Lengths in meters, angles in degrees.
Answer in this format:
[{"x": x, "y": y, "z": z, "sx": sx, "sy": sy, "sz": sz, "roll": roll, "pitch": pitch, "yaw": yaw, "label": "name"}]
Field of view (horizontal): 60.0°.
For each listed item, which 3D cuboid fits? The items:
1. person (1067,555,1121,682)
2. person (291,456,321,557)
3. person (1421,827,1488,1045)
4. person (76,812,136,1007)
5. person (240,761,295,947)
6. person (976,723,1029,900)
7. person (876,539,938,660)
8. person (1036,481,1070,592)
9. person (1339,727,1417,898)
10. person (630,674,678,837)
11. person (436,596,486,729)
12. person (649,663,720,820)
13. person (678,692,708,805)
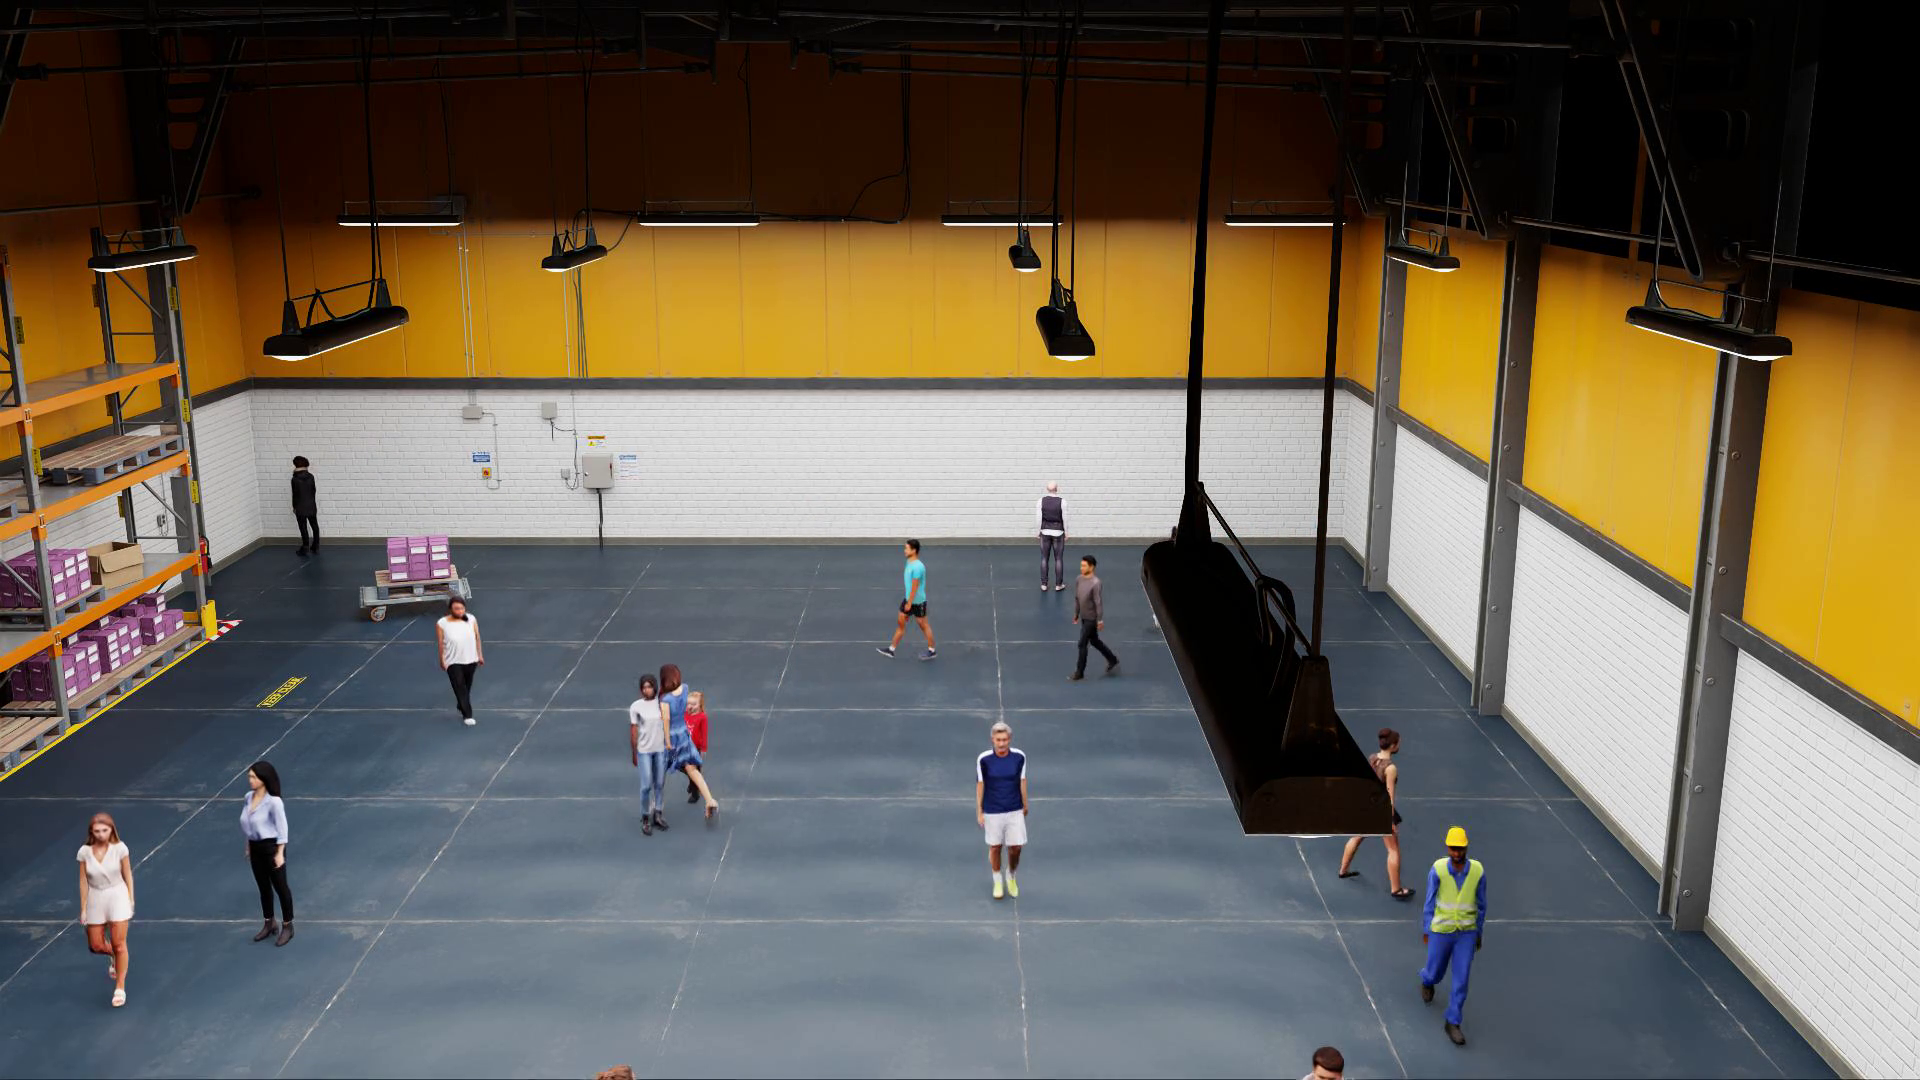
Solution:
[{"x": 1.856, "y": 1.054, "z": 22.681, "sx": 0.985, "sy": 1.732, "sz": 1.108, "roll": 4, "pitch": 14, "yaw": 16, "label": "person"}, {"x": -11.605, "y": -0.621, "z": 29.493, "sx": 0.792, "sy": 1.781, "sz": 0.713, "roll": 10, "pitch": 17, "yaw": 35, "label": "person"}, {"x": 4.051, "y": 3.189, "z": 13.734, "sx": 0.675, "sy": 1.793, "sz": 0.993, "roll": 0, "pitch": 14, "yaw": 2, "label": "person"}, {"x": -7.305, "y": 3.111, "z": 14.283, "sx": 0.715, "sy": 1.687, "sz": 0.906, "roll": -4, "pitch": 14, "yaw": -15, "label": "person"}, {"x": -6.332, "y": 2.854, "z": 15.222, "sx": 0.728, "sy": 1.743, "sz": 0.709, "roll": 6, "pitch": 15, "yaw": 25, "label": "person"}, {"x": 0.404, "y": 2.589, "z": 16.152, "sx": 0.677, "sy": 1.822, "sz": 0.624, "roll": -1, "pitch": 14, "yaw": -4, "label": "person"}, {"x": -0.539, "y": 0.869, "z": 23.440, "sx": 0.966, "sy": 1.735, "sz": 1.116, "roll": -6, "pitch": 15, "yaw": -22, "label": "person"}, {"x": 1.503, "y": -0.073, "z": 27.139, "sx": 0.722, "sy": 1.824, "sz": 0.642, "roll": 2, "pitch": 14, "yaw": 9, "label": "person"}, {"x": 4.107, "y": 2.655, "z": 16.251, "sx": 1.016, "sy": 1.646, "sz": 0.834, "roll": -5, "pitch": 15, "yaw": -21, "label": "person"}, {"x": -3.300, "y": 2.255, "z": 17.745, "sx": 0.735, "sy": 1.721, "sz": 0.767, "roll": -8, "pitch": 16, "yaw": -31, "label": "person"}, {"x": -6.302, "y": 1.509, "z": 20.985, "sx": 1.051, "sy": 1.646, "sz": 1.179, "roll": -10, "pitch": 17, "yaw": -36, "label": "person"}, {"x": -2.984, "y": 2.206, "z": 17.842, "sx": 1.084, "sy": 1.770, "sz": 1.176, "roll": 8, "pitch": 16, "yaw": 29, "label": "person"}, {"x": -2.946, "y": 2.287, "z": 18.572, "sx": 0.587, "sy": 1.269, "sz": 0.676, "roll": 6, "pitch": 15, "yaw": 22, "label": "person"}]
